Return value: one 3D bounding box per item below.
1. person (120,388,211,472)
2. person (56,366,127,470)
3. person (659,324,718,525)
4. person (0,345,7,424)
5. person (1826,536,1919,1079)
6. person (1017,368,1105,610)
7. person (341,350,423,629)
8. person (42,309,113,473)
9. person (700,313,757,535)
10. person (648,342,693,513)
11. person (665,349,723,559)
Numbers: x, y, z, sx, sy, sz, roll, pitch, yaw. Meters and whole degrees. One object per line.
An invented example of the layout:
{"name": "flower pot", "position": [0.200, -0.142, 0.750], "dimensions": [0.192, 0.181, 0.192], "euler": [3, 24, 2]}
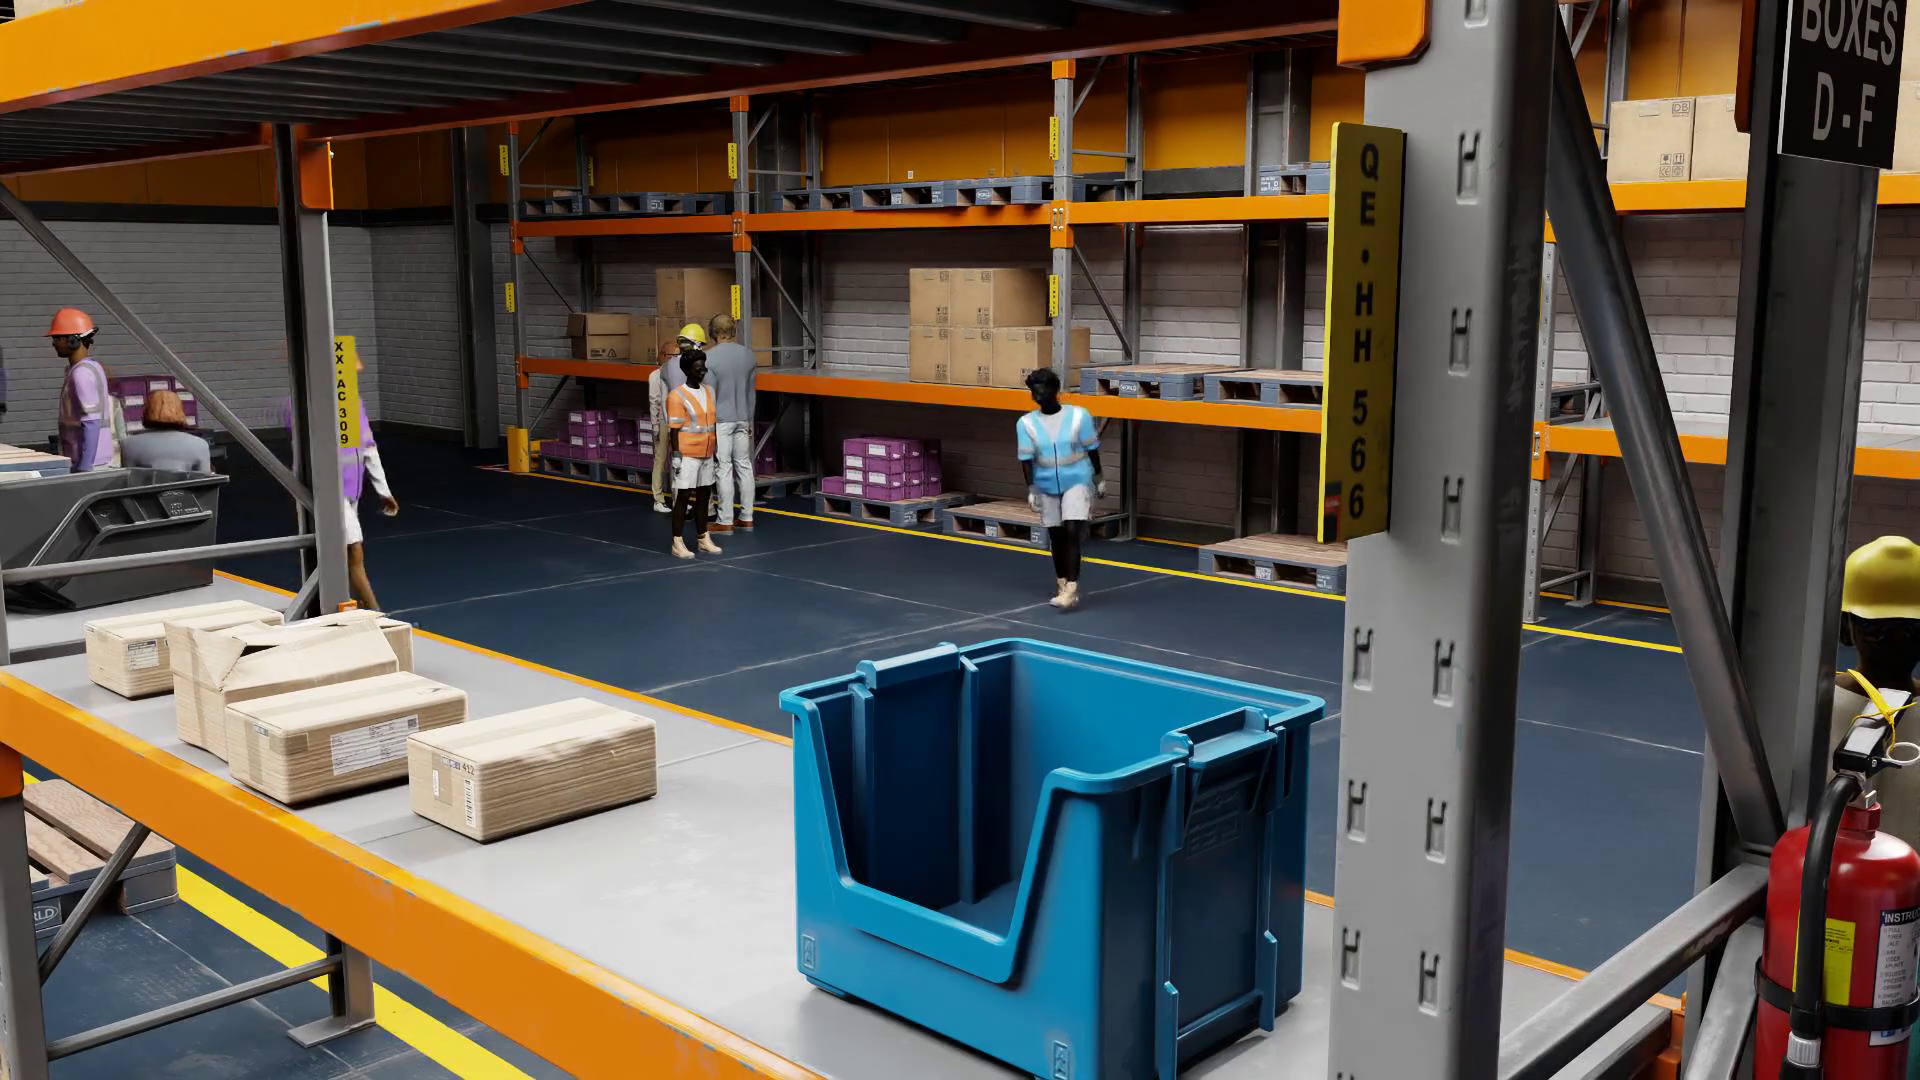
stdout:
{"name": "person", "position": [-4.726, -0.103, 9.956], "dimensions": [0.499, 1.610, 0.719], "euler": [-6, 11, -33]}
{"name": "person", "position": [-6.709, -0.561, 12.781], "dimensions": [0.844, 1.591, 0.514], "euler": [3, 10, 16]}
{"name": "person", "position": [-2.411, -1.039, 15.055], "dimensions": [0.588, 1.822, 0.403], "euler": [4, 10, 23]}
{"name": "person", "position": [-10.683, -1.547, 18.013], "dimensions": [0.653, 1.874, 0.914], "euler": [-3, 10, -17]}
{"name": "person", "position": [1.916, 0.863, 3.557], "dimensions": [0.523, 1.769, 0.316], "euler": [2, 10, 13]}
{"name": "person", "position": [0.670, -0.340, 11.293], "dimensions": [0.582, 1.647, 0.699], "euler": [2, 10, 14]}
{"name": "person", "position": [-3.693, -0.280, 10.185], "dimensions": [0.949, 1.895, 0.549], "euler": [2, 9, 12]}
{"name": "person", "position": [-6.062, -0.570, 11.499], "dimensions": [0.373, 2.042, 0.614], "euler": [-4, 10, -25]}
{"name": "person", "position": [-2.035, -1.009, 14.521], "dimensions": [0.371, 1.936, 0.629], "euler": [8, 12, 40]}
{"name": "person", "position": [-2.767, -1.079, 15.898], "dimensions": [0.277, 1.629, 0.496], "euler": [7, 12, 38]}
{"name": "person", "position": [-2.133, -0.687, 13.321], "dimensions": [0.320, 1.687, 0.533], "euler": [6, 11, 32]}
